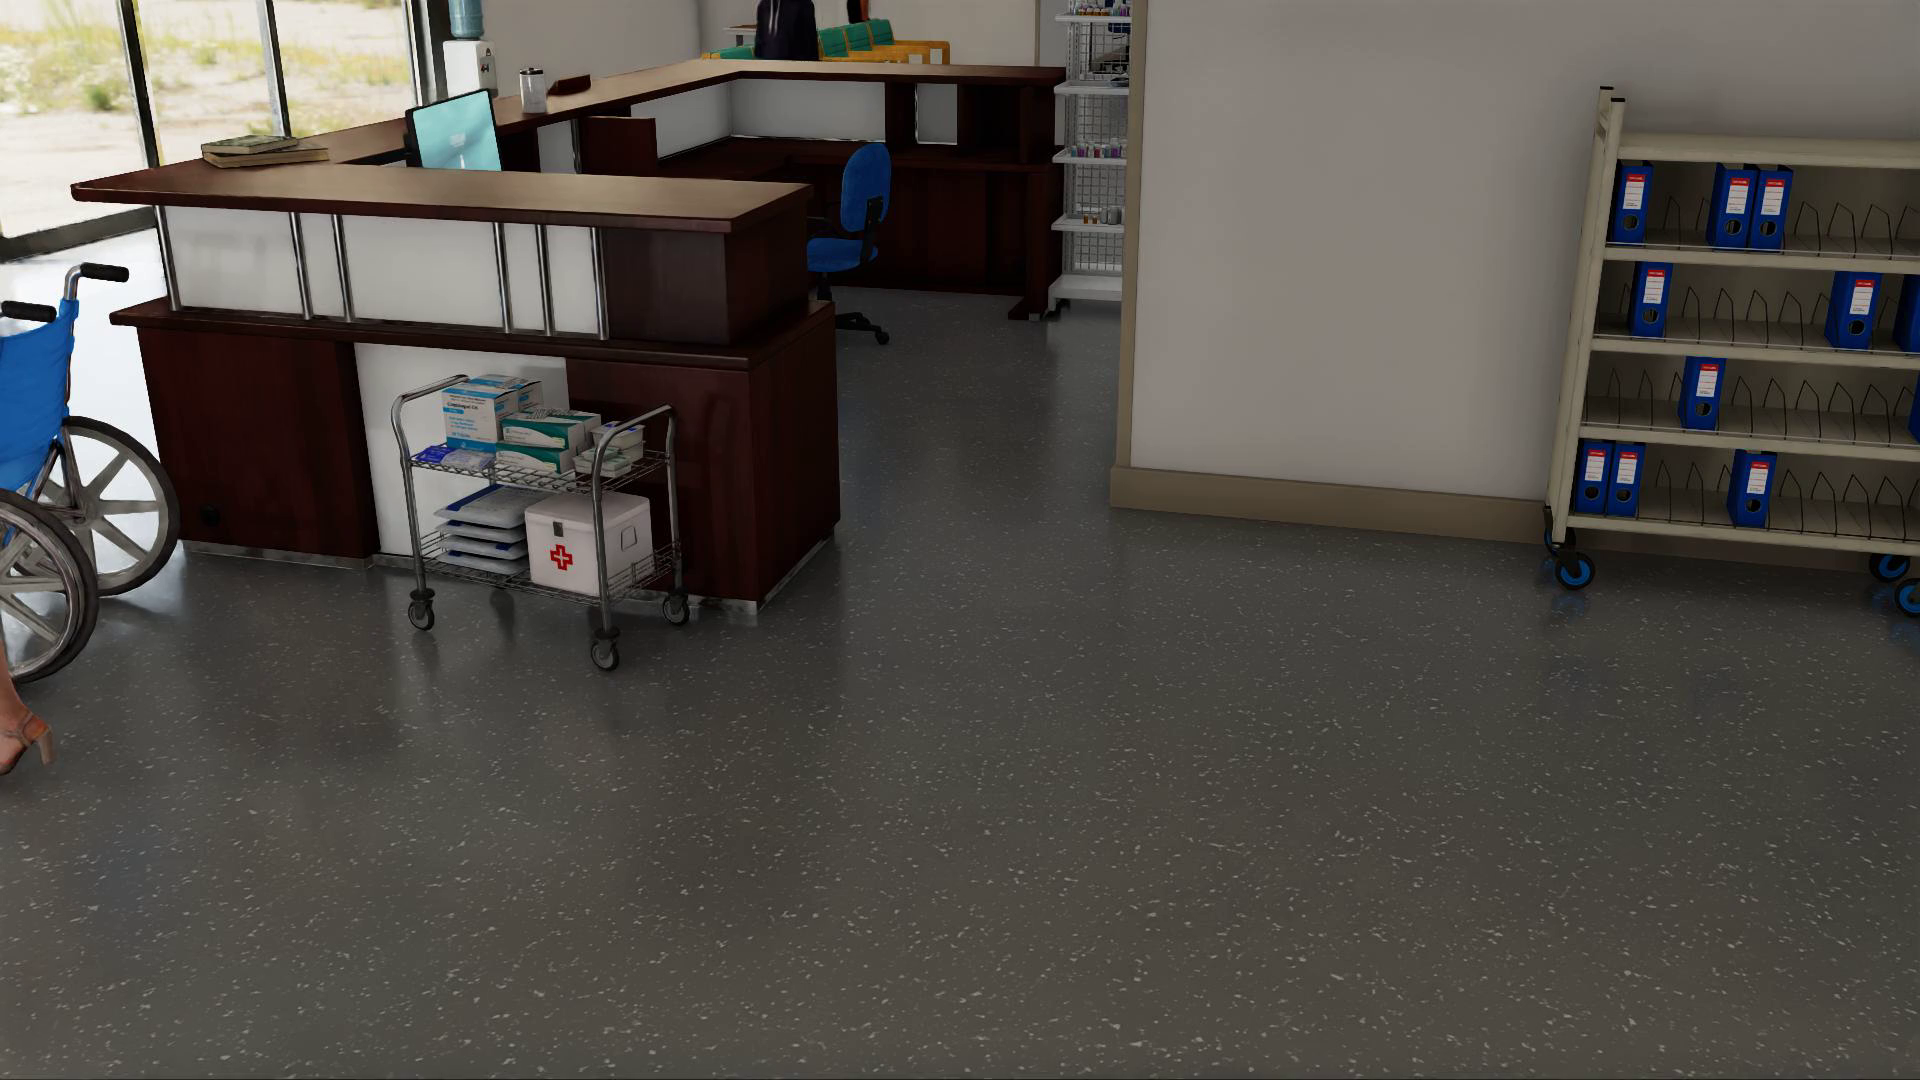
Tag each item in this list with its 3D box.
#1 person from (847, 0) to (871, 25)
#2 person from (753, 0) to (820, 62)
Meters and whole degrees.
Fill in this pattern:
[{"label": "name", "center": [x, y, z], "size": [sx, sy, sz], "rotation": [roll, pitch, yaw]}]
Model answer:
[{"label": "person", "center": [-1.135, -5.875, 19.319], "size": [0.695, 1.665, 0.664], "rotation": [-8, 22, -20]}, {"label": "person", "center": [-1.294, -3.665, 13.222], "size": [1.119, 1.850, 1.005], "rotation": [16, 26, 36]}]
